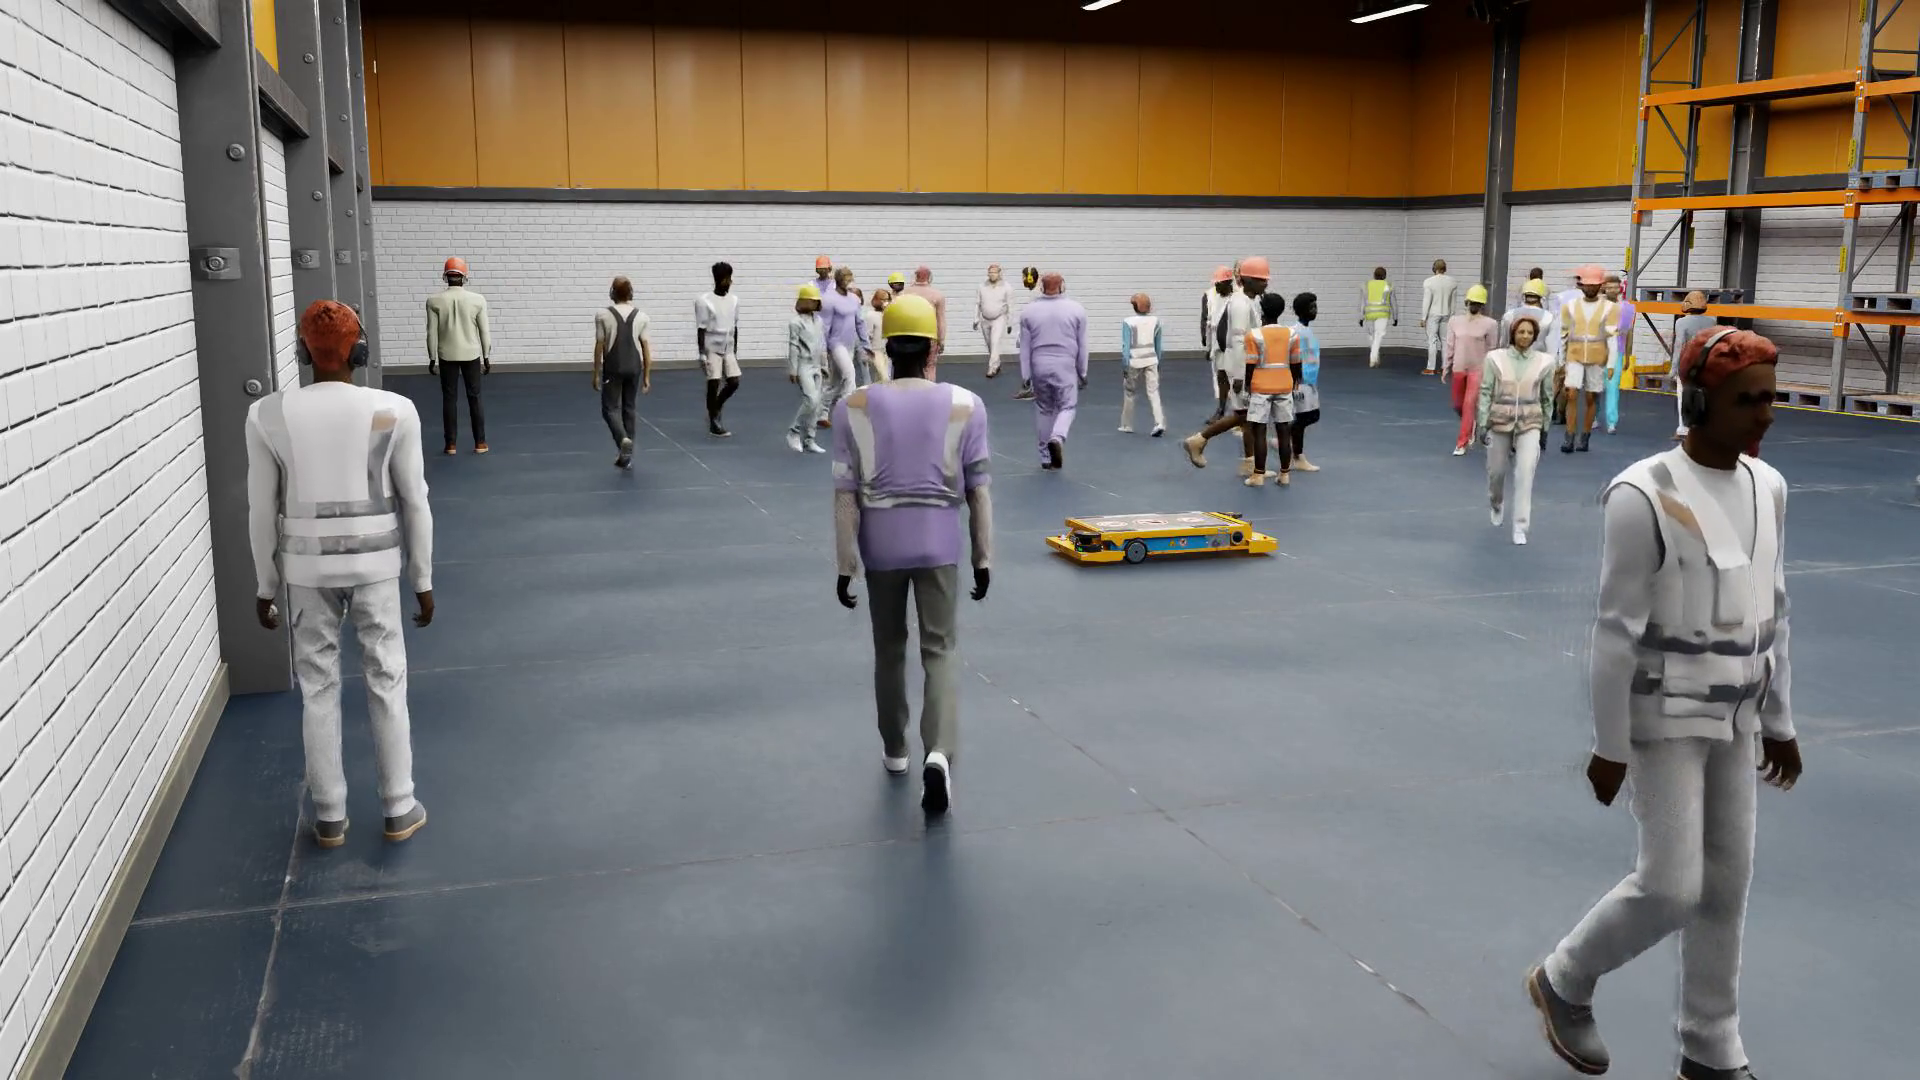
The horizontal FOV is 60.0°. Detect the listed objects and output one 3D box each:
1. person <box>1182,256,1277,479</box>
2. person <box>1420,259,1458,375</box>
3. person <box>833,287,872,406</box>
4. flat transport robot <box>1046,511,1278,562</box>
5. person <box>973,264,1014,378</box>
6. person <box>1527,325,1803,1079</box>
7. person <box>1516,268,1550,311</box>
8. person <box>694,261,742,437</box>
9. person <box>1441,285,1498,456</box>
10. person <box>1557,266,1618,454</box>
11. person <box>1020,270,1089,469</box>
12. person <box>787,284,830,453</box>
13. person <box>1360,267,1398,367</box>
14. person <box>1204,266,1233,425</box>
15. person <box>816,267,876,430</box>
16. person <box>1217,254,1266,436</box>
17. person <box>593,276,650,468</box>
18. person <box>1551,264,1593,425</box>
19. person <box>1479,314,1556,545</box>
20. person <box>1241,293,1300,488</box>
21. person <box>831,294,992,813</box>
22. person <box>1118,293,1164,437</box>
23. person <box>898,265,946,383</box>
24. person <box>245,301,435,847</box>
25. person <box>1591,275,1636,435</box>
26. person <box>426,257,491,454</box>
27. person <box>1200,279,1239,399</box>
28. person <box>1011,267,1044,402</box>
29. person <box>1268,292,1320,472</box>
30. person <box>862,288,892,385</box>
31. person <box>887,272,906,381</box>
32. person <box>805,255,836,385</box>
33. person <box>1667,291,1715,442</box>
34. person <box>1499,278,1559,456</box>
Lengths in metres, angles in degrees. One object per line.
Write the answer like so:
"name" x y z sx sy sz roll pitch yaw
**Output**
"person" 2.464 -1.545 15.008 0.774 2.016 0.624 3 10 17
"person" 8.017 -3.734 27.897 0.637 1.936 0.355 -3 10 -17
"person" -1.366 -2.489 21.697 0.849 1.588 0.523 9 13 42
"flat transport robot" 1.366 -0.035 11.305 1.431 0.197 0.652 -3 10 -17
"person" 0.576 -3.644 27.593 0.635 1.871 0.972 4 11 23
"person" 1.740 0.434 3.943 0.584 1.879 0.568 -6 12 -32
"person" 9.564 -3.647 27.828 0.964 1.801 0.639 -8 13 -39
"person" -2.697 -2.119 18.516 0.510 1.944 0.618 9 13 43
"person" 5.209 -1.737 16.941 0.524 1.722 0.728 7 12 34
"person" 6.337 -1.809 16.845 0.576 1.900 0.903 5 11 25
"person" 0.863 -1.574 15.546 0.642 1.884 0.681 3 10 17
"person" -1.514 -1.732 16.925 0.360 1.732 0.489 5 11 28
"person" 7.540 -4.009 29.926 0.648 1.790 0.981 6 11 31
"person" 3.261 -2.343 19.989 0.851 1.903 0.552 -7 12 -35
"person" -1.304 -2.169 18.996 1.043 1.878 0.639 5 11 27
"person" 3.146 -2.188 18.650 0.538 2.000 0.690 5 11 28
"person" -3.163 -1.559 15.625 0.539 1.831 0.621 -5 11 -26
"person" 7.295 -2.319 19.776 0.517 1.909 0.568 -8 12 -37
"person" 3.968 -0.812 11.896 0.505 1.618 0.705 3 10 17
"person" 2.698 -1.297 14.486 0.541 1.695 0.316 -3 10 -17
"person" -0.177 0.035 6.216 0.598 1.899 0.885 -1 10 -4
"person" 2.055 -1.958 18.622 0.533 1.598 0.869 -4 10 -21
"person" -0.517 -2.602 21.509 0.678 1.880 0.604 2 10 9
"person" -2.125 0.126 5.748 0.602 1.878 0.362 -2 10 -14
"person" 7.402 -2.130 19.051 0.581 1.802 0.996 3 10 14
"person" -5.109 -1.875 16.968 0.624 1.992 0.390 -3 10 -17
"person" 3.682 -2.873 23.239 0.662 1.823 0.481 1 10 6
"person" 0.955 -2.793 22.728 0.734 1.836 0.546 2 10 10
"person" 3.148 -1.471 15.538 0.444 1.683 0.539 5 11 26
"person" -0.944 -2.233 20.156 0.442 1.614 0.498 6 12 32
"person" -0.913 -2.977 24.004 0.308 1.772 0.526 7 12 37
"person" -2.122 -3.441 26.013 0.614 2.017 0.859 0 10 0
"person" 7.893 -1.865 17.958 0.508 1.632 0.265 -3 10 -17
"person" 5.723 -1.739 16.802 0.597 1.792 0.922 6 12 32
